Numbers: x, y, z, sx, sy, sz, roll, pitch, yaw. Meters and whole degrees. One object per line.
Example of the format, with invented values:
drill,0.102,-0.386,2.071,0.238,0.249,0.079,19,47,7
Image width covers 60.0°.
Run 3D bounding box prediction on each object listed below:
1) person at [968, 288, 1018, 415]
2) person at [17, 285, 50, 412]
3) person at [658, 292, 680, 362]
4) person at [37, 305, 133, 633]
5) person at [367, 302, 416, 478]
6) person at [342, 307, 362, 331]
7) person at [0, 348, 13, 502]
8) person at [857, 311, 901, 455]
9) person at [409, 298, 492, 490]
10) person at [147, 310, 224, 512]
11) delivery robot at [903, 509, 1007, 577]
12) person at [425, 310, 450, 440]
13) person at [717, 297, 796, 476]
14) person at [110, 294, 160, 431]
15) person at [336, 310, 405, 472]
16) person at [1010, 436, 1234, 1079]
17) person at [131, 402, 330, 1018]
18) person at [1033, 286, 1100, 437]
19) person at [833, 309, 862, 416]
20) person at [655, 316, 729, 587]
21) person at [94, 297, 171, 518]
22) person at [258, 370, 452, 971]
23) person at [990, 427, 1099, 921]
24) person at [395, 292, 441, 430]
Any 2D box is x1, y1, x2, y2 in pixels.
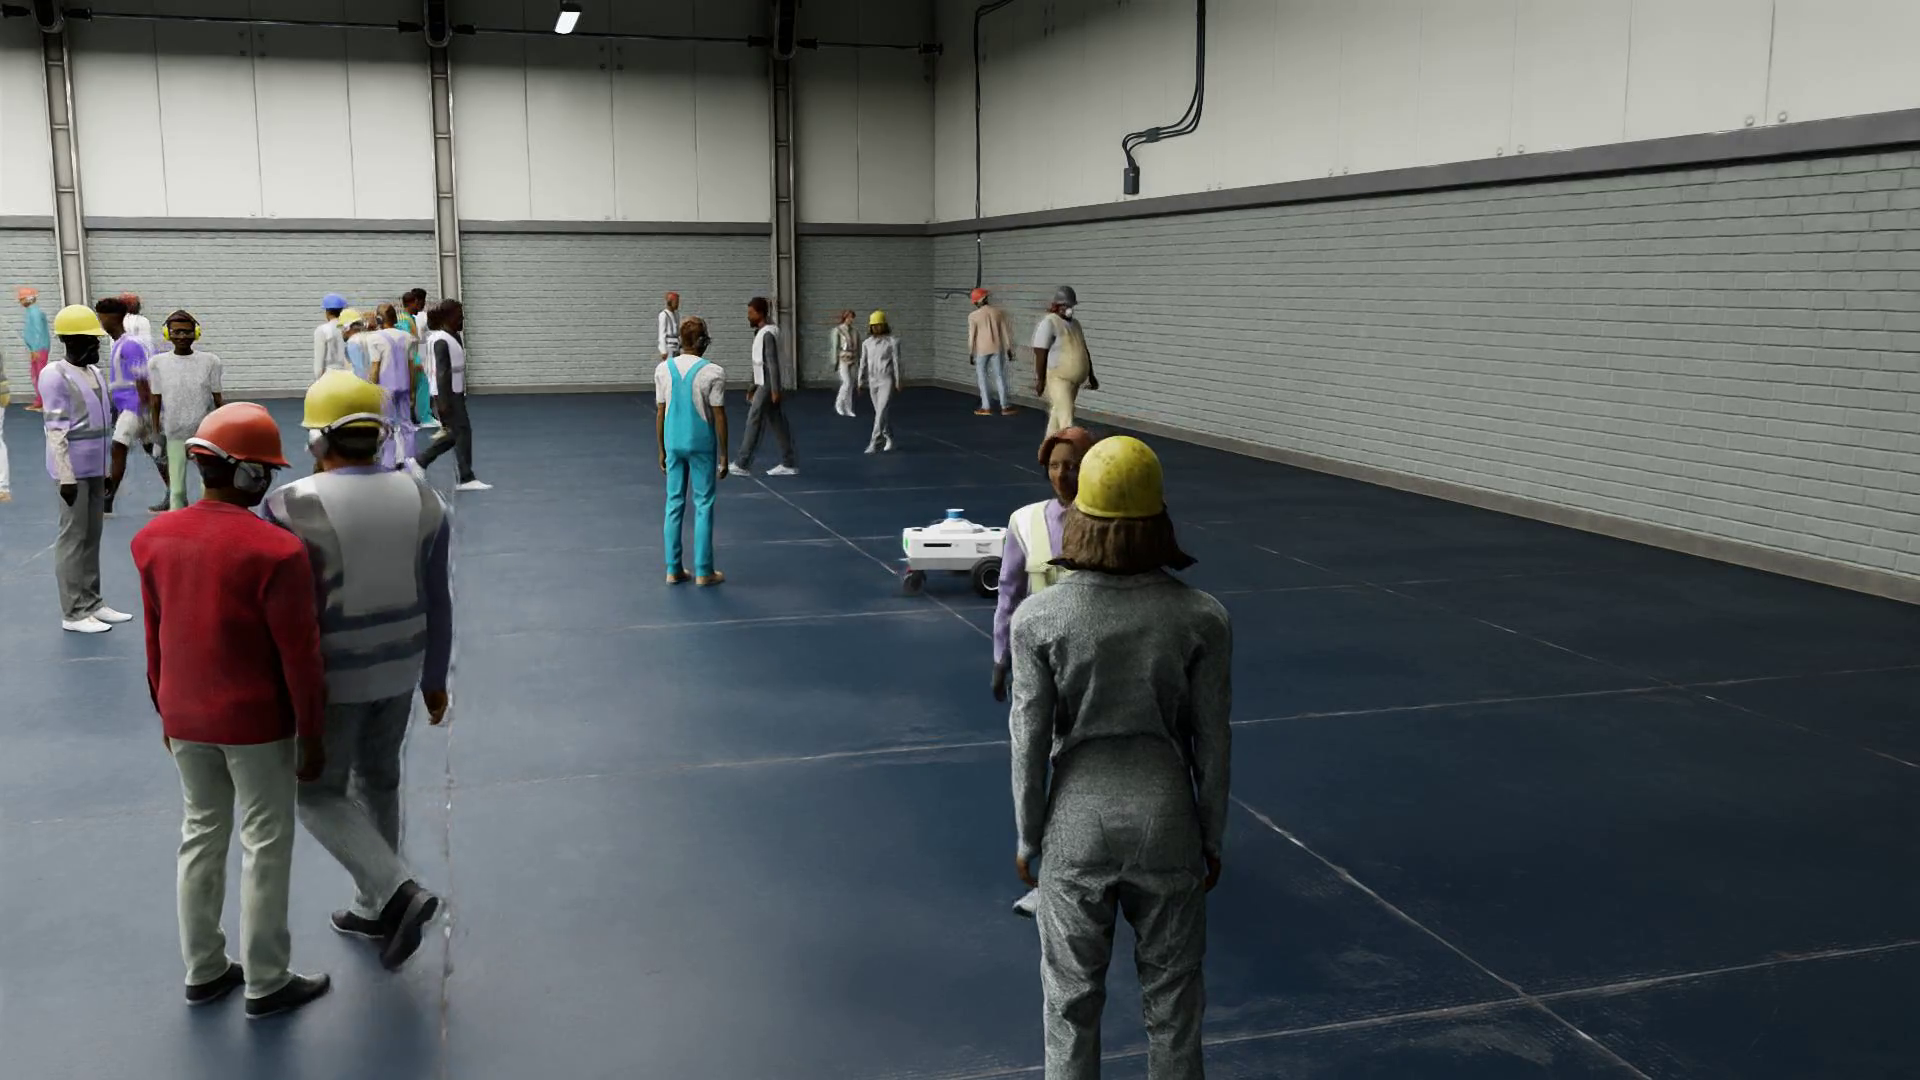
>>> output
person,0.508,-2.893,25.581,0.789,1.942,0.462,-2,9,-15
person,-14.567,-3.015,26.224,0.401,1.991,0.619,-6,11,-33
person,-4.702,-3.072,26.957,0.351,1.878,0.596,2,9,11
person,-5.191,-0.423,9.865,0.381,1.928,0.587,0,9,-3
person,-5.837,-1.513,17.092,0.346,1.843,0.507,8,12,40
person,-9.742,-2.895,26.586,0.311,1.633,0.519,4,10,25
person,-9.143,-1.260,15.565,0.435,1.828,0.630,-8,12,-41
person,-0.957,-1.890,19.961,0.501,1.699,0.899,4,10,26
person,-5.050,-1.424,16.364,0.740,1.894,0.600,-1,9,-5
person,-5.568,-0.727,12.029,0.510,1.863,0.326,-4,10,-22
delivery robot,-0.026,0.037,10.995,0.707,0.478,0.477,0,9,0
person,-6.762,-2.146,21.625,0.321,1.689,0.530,1,9,6
person,-2.174,-1.612,17.589,0.921,1.874,0.629,-2,9,-11
person,-11.237,-2.402,22.630,0.585,1.882,0.337,1,9,7
person,-6.373,-1.577,17.791,0.997,1.748,0.599,1,9,8
person,0.351,0.642,3.653,0.485,1.745,0.290,0,9,2
person,-2.026,0.480,4.707,0.579,1.737,0.354,3,9,18
person,1.238,-1.811,18.361,0.865,2.000,0.693,6,11,36
person,-1.687,-2.672,25.175,0.374,1.625,0.520,7,12,39
person,-1.809,-0.593,11.258,0.514,1.836,0.355,2,9,14
person,-7.324,-1.150,14.524,0.967,1.910,0.606,-5,10,-29
person,-1.777,0.401,4.977,0.637,1.813,0.600,7,11,38
person,0.353,0.422,5.505,0.540,1.589,0.876,5,10,30
person,-7.436,-2.451,22.878,0.737,1.901,0.616,-1,9,-6
